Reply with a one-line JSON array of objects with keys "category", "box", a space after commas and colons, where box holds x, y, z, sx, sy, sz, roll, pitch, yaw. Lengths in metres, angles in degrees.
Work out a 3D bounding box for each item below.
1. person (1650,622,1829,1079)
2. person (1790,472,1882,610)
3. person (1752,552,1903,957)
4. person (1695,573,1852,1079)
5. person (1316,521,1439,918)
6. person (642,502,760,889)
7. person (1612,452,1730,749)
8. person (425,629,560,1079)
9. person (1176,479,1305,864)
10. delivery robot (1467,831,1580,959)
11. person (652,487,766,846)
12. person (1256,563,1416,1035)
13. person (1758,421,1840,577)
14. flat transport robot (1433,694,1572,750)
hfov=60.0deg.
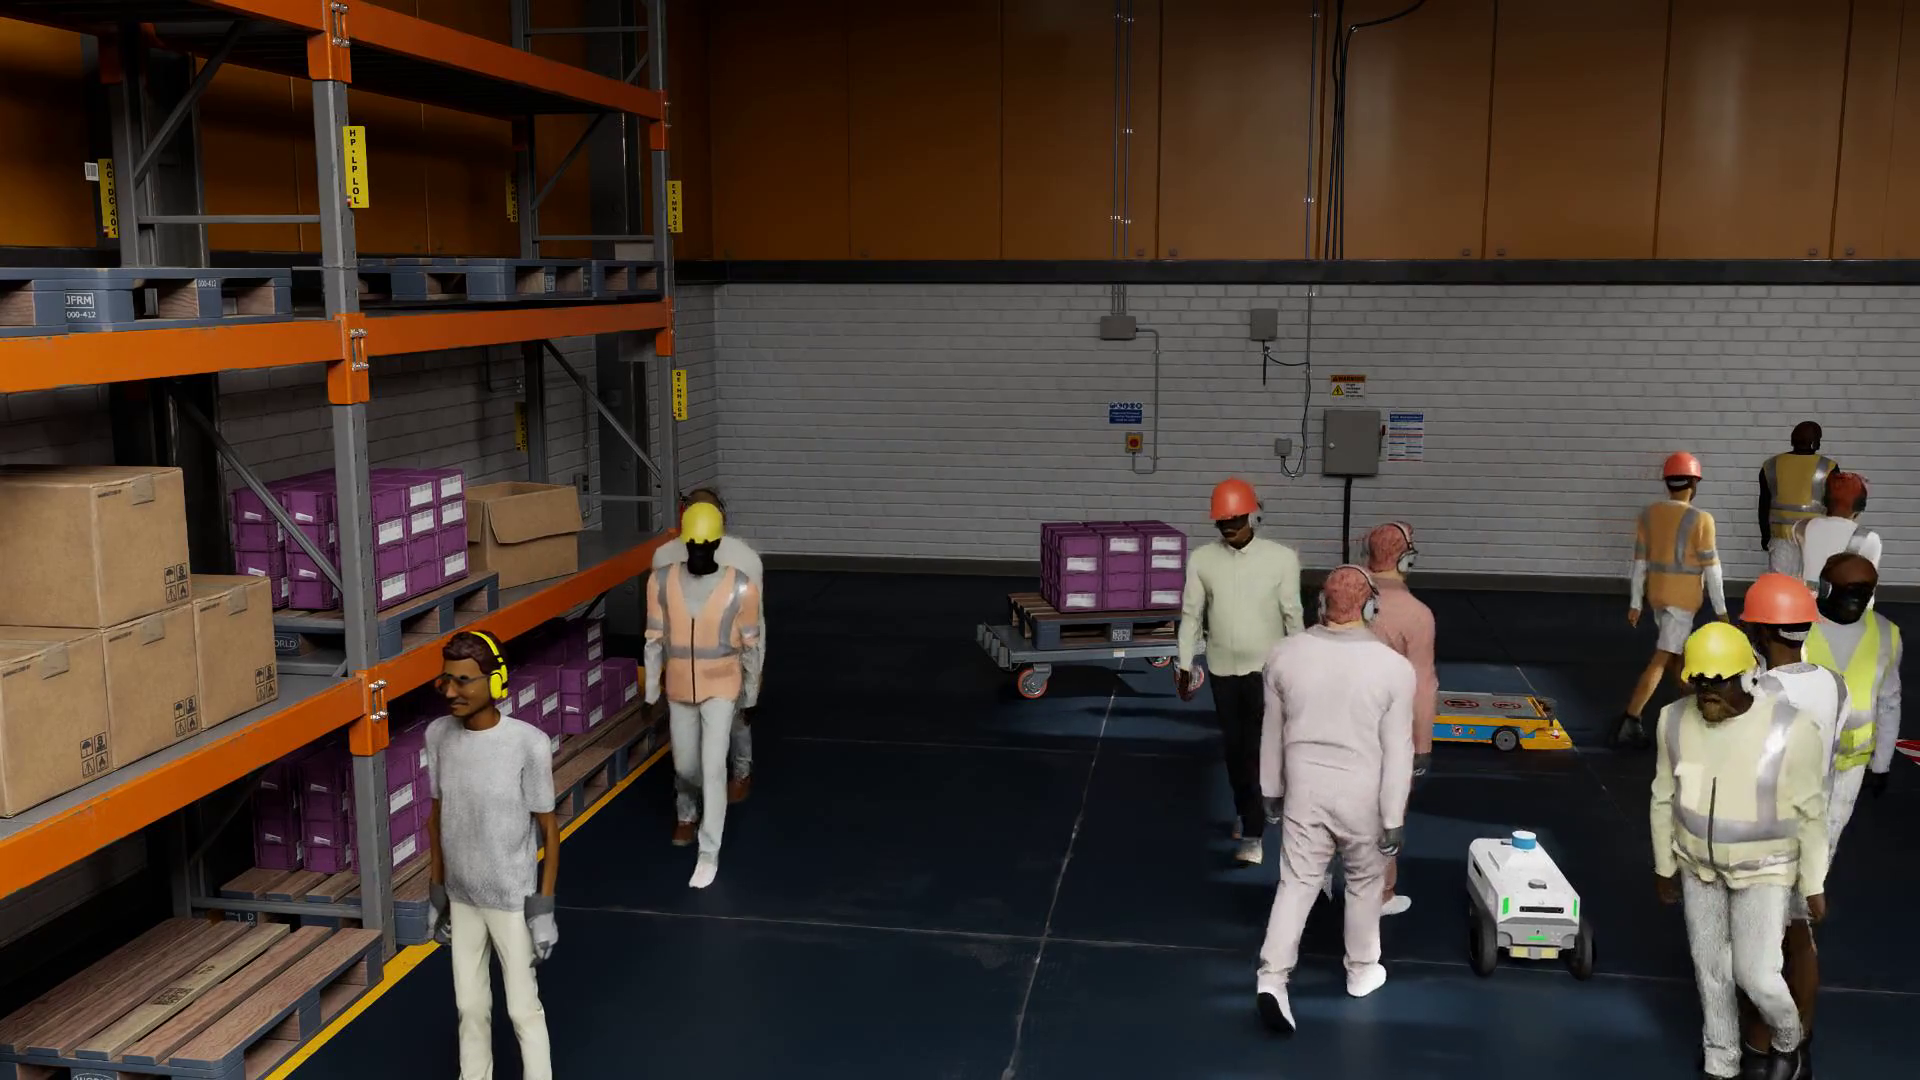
[{"category": "person", "box": [2.787, 1.177, 6.004, 0.530, 1.798, 0.632, -8, 12, -39]}, {"category": "person", "box": [5.289, 0.496, 10.116, 1.029, 1.828, 0.571, -6, 11, -34]}, {"category": "person", "box": [3.791, 0.947, 7.327, 0.643, 1.820, 0.447, 1, 9, 6]}, {"category": "person", "box": [2.987, 1.081, 6.156, 0.551, 1.933, 0.376, -5, 10, -28]}, {"category": "person", "box": [1.916, 0.849, 7.709, 0.476, 1.892, 0.678, -6, 11, -35]}, {"category": "person", "box": [-1.279, 0.726, 8.452, 0.580, 1.905, 0.812, 2, 9, 10]}, {"category": "person", "box": [4.581, 0.384, 10.676, 1.033, 1.875, 0.568, -3, 10, -19]}, {"category": "person", "box": [-1.569, 1.210, 5.555, 0.514, 1.872, 0.332, 3, 10, 20]}, {"category": "person", "box": [1.418, 0.670, 8.594, 0.655, 1.955, 0.899, 4, 10, 23]}, {"category": "delivery robot", "box": [2.479, 1.529, 7.345, 0.477, 0.478, 0.707, 1, 9, 5]}, {"category": "person", "box": [-1.355, 0.627, 9.118, 0.631, 1.897, 0.987, 1, 9, 6]}, {"category": "person", "box": [1.486, 1.028, 6.688, 0.652, 1.876, 0.898, 6, 11, 33]}, {"category": "person", "box": [6.710, -0.029, 13.290, 0.430, 1.845, 0.619, -9, 13, -43]}, {"category": "flat transport robot", "box": [3.174, 1.155, 10.818, 1.431, 0.197, 0.652, 1, 9, 9]}]
